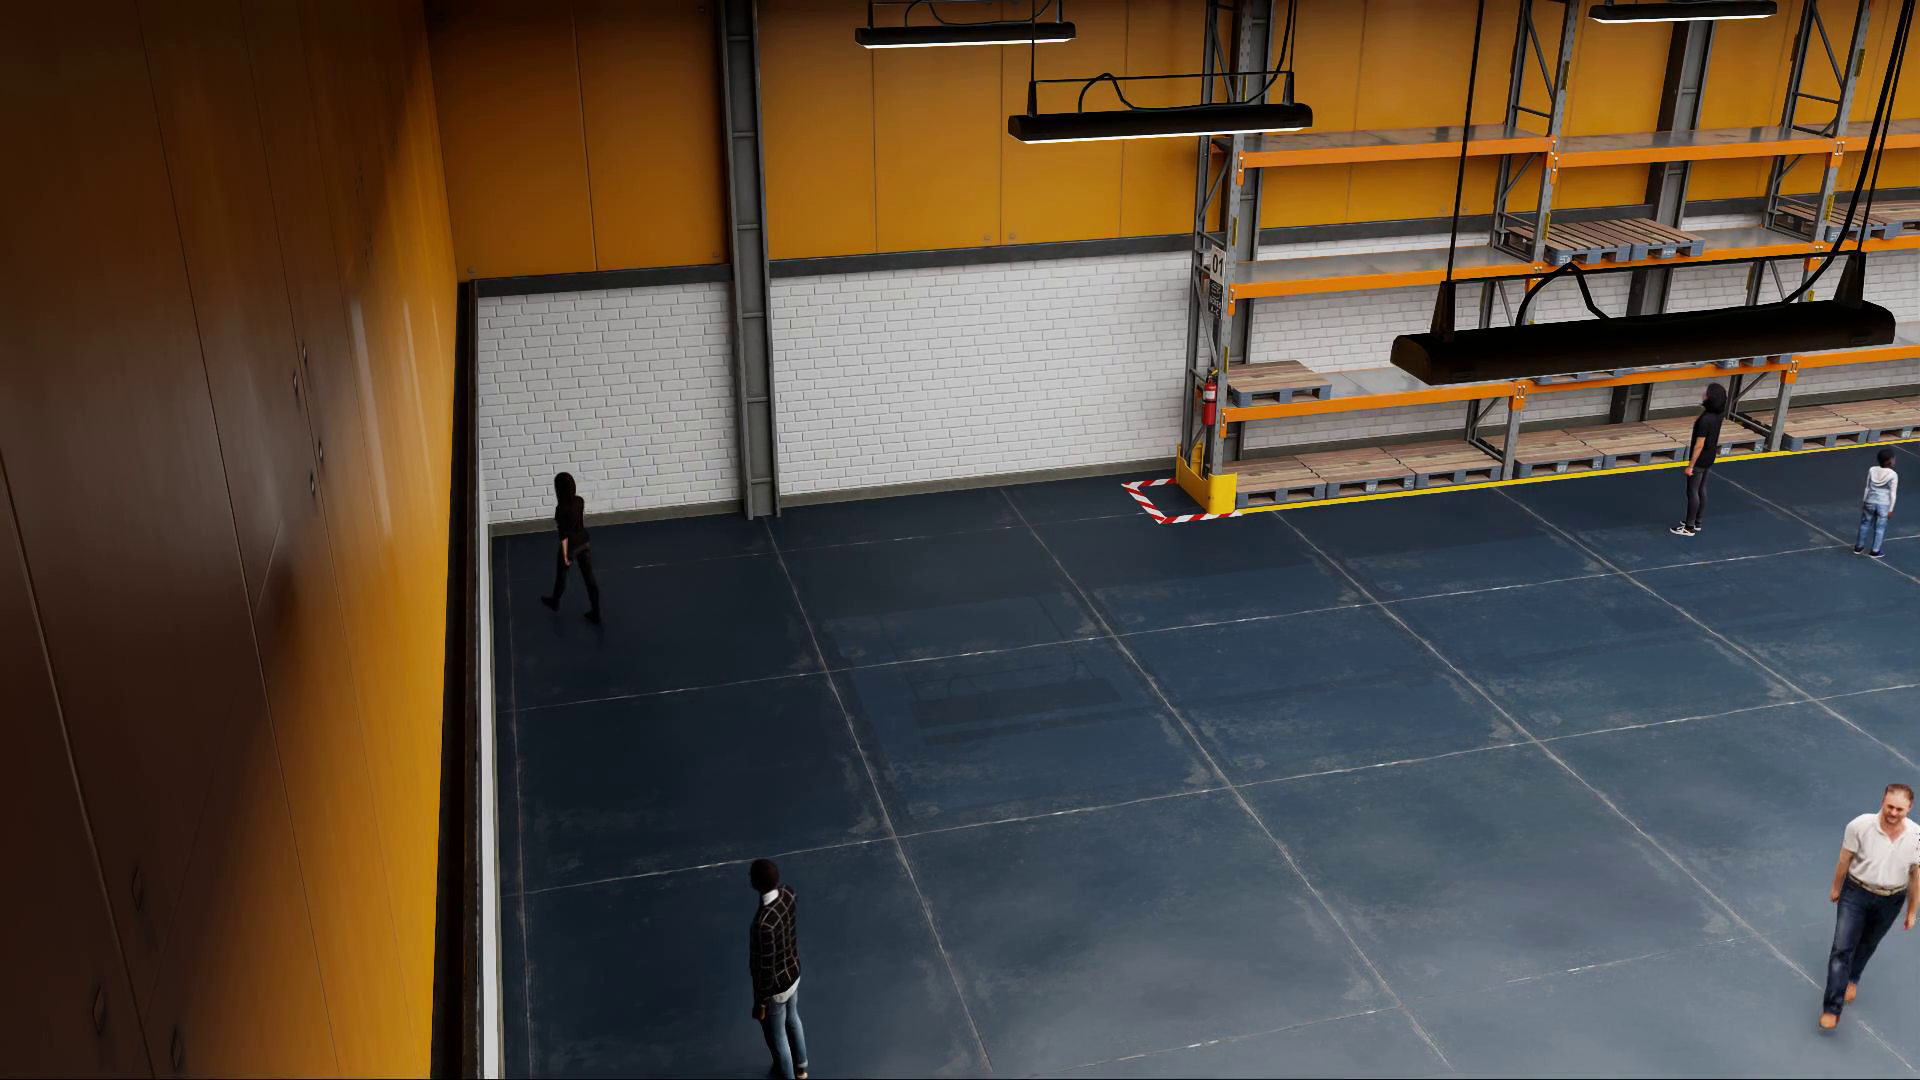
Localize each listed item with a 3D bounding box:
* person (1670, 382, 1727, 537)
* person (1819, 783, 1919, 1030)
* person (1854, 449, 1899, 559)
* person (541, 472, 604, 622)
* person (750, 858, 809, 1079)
[{"bbox_3d":[8.586,-0.950,19.236,0.636,1.838,0.769,-20,31,-39],"label":"person"},{"bbox_3d":[6.344,2.428,11.527,1.101,1.823,1.164,13,27,26],"label":"person"},{"bbox_3d":[10.339,-0.419,18.743,0.588,1.260,0.553,-18,29,-35],"label":"person"},{"bbox_3d":[-3.906,0.101,17.115,0.985,1.612,0.995,17,29,34],"label":"person"},{"bbox_3d":[-1.164,2.819,10.637,0.745,1.819,0.742,7,25,16],"label":"person"}]
